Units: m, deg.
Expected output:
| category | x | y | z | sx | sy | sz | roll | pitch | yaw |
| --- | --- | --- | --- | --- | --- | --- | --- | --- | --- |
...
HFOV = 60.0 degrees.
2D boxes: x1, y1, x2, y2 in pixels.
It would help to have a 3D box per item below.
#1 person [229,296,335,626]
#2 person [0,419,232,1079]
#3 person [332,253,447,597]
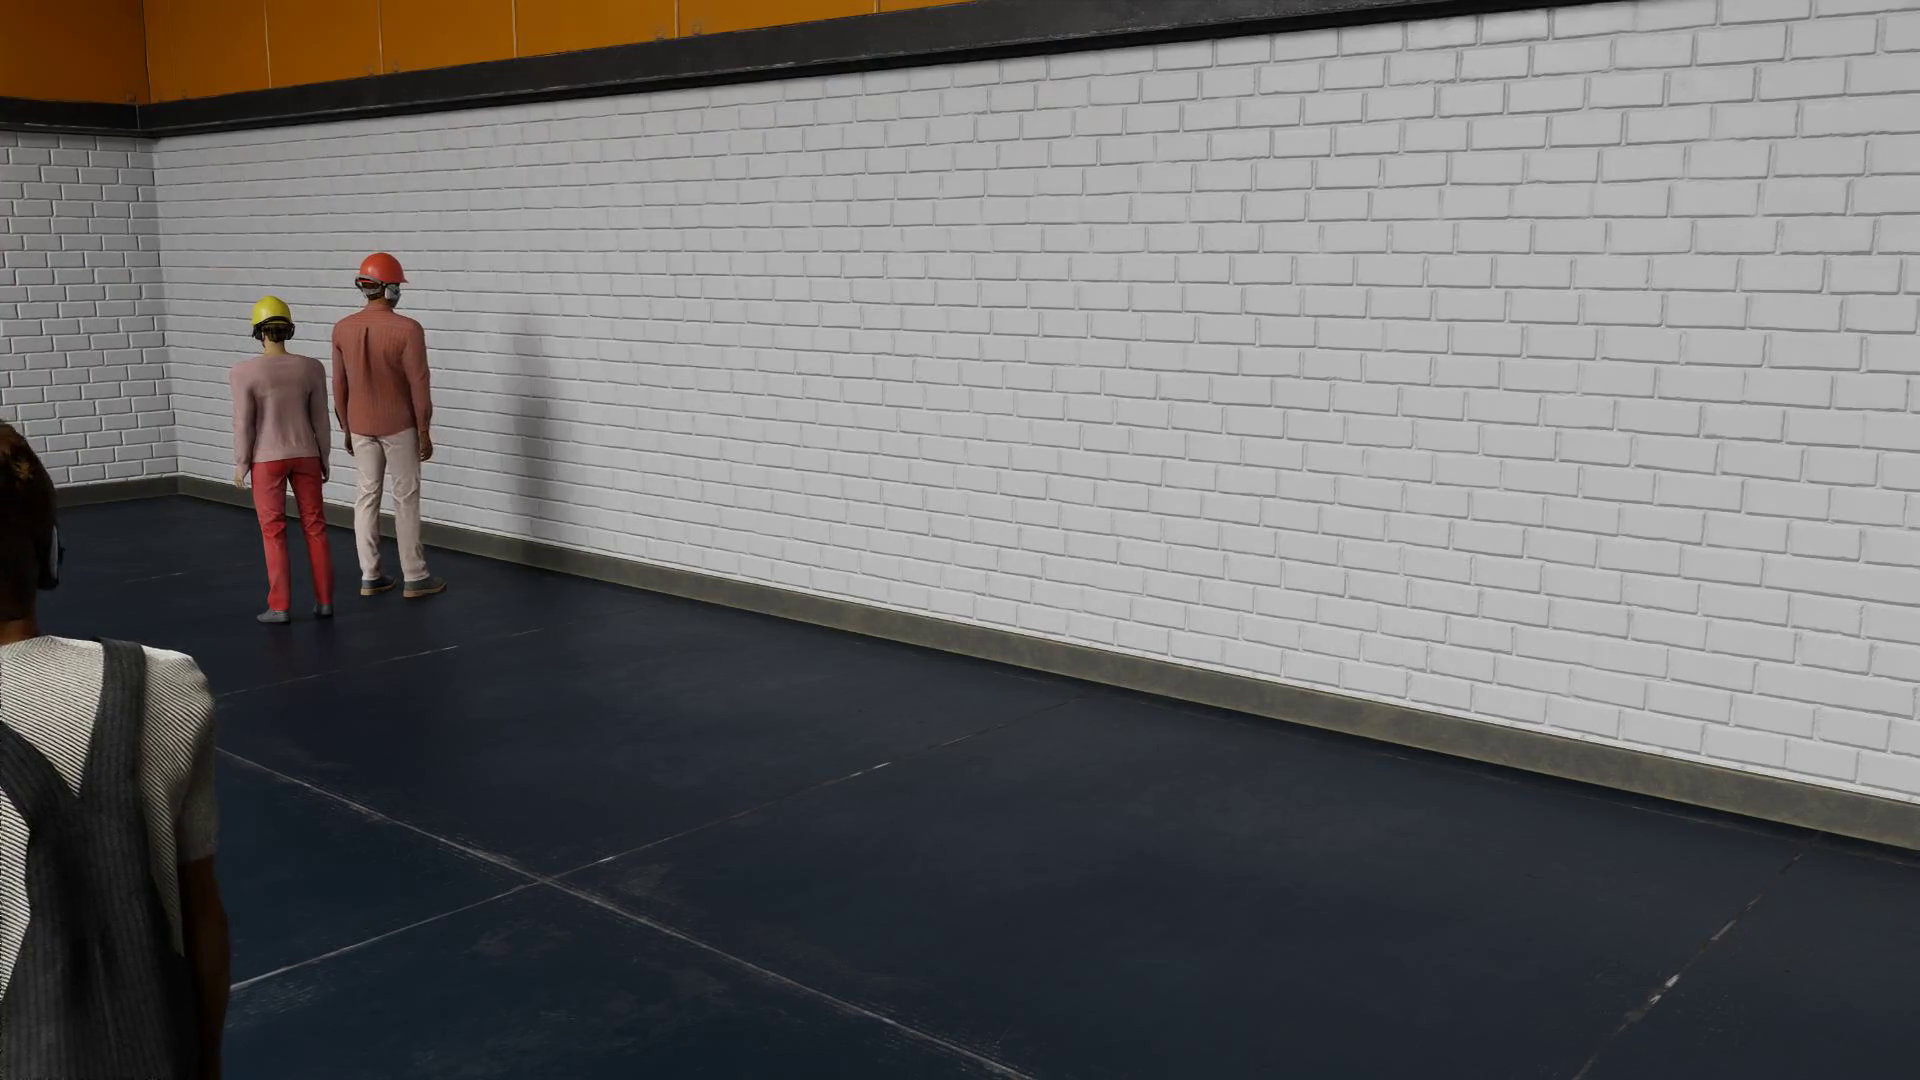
| category | x | y | z | sx | sy | sz | roll | pitch | yaw |
| --- | --- | --- | --- | --- | --- | --- | --- | --- | --- |
| person | -3.661 | -0.425 | 8.985 | 0.530 | 1.767 | 0.328 | -10 | 14 | -44 |
| person | -1.110 | 0.758 | 2.020 | 0.343 | 1.847 | 0.507 | 5 | 11 | 27 |
| person | -3.333 | -0.662 | 9.679 | 0.612 | 1.994 | 0.395 | 3 | 10 | 16 |
